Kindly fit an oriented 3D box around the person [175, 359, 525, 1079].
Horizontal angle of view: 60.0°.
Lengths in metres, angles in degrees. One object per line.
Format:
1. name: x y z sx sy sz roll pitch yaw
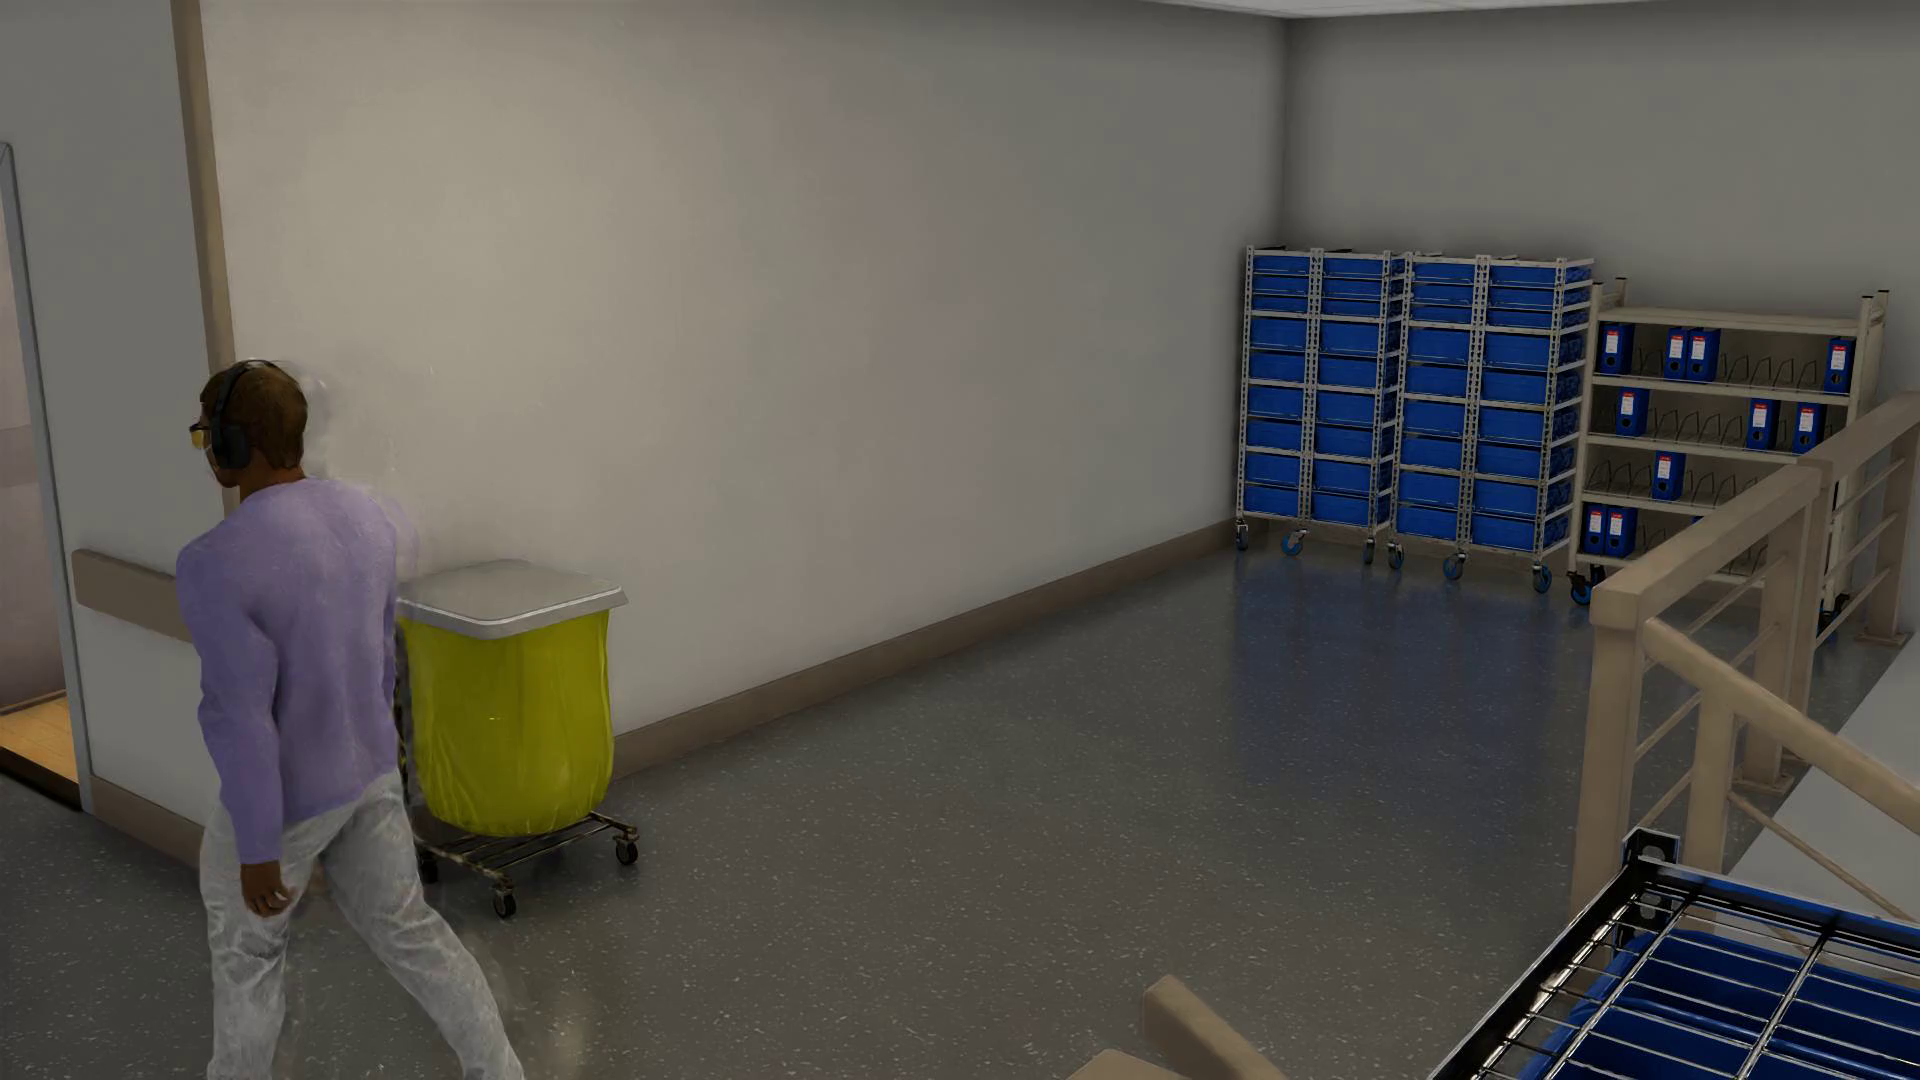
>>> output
1. person: -1.395 0.541 3.697 1.020 1.897 0.648 5 14 19
